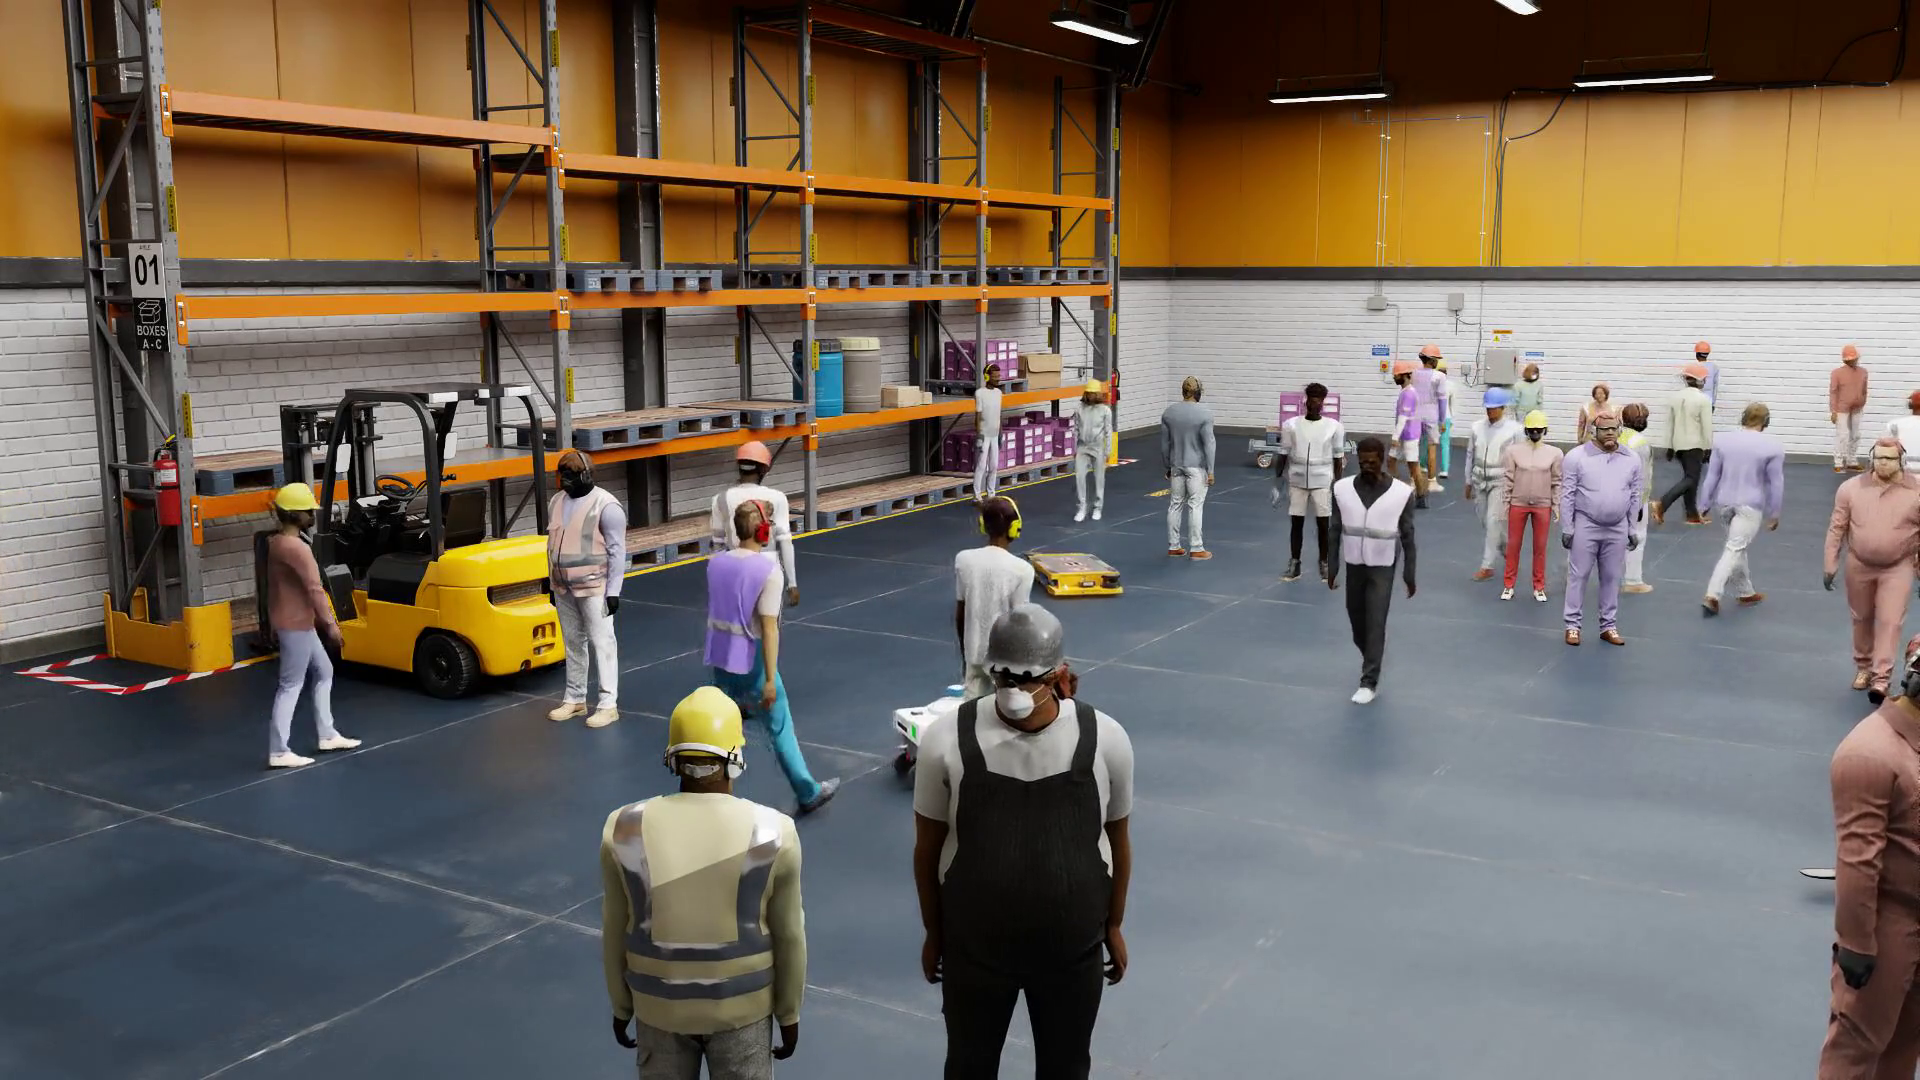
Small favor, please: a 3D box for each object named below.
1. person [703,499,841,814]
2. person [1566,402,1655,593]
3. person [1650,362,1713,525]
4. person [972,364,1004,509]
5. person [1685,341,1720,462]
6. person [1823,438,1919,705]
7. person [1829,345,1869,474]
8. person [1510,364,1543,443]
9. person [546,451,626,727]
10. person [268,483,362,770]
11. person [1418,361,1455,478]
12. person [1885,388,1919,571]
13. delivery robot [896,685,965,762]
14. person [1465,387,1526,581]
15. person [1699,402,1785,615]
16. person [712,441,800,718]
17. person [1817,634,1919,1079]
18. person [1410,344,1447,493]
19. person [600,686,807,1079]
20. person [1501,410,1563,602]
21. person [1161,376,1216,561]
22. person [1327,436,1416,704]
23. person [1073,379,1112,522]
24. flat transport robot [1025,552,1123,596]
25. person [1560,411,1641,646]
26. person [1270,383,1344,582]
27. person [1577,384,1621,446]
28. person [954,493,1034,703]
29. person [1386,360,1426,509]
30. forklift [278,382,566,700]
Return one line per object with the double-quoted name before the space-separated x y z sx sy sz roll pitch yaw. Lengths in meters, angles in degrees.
"person" -1.077 0.672 9.027 0.586 1.798 0.959 7 12 39
"person" 6.158 -0.385 15.611 0.761 1.823 0.633 -3 9 -16
"person" 8.601 -1.126 19.747 0.835 1.967 0.617 -2 9 -14
"person" 0.374 -1.326 21.331 0.318 1.860 0.511 8 12 42
"person" 11.778 -2.195 26.495 0.545 1.939 0.354 -1 9 -7
"person" 6.451 0.213 11.720 0.674 1.855 0.988 7 12 38
"person" 13.331 -1.950 24.937 0.715 1.946 0.510 -2 9 -10
"person" 8.929 -1.999 26.321 0.536 1.606 0.671 -1 9 -9
"person" -2.516 0.323 11.079 0.634 1.841 0.429 6 11 31
"person" -3.945 0.519 10.164 0.717 1.742 0.538 -6 11 -33
"person" 7.073 -1.798 24.677 0.545 1.714 0.924 -1 9 -5
"person" 9.552 -0.591 16.721 0.646 1.870 0.585 -8 12 -42
"delivery robot" -0.015 1.108 9.894 0.707 0.478 0.477 -3 10 -20
"person" 5.345 -0.574 16.475 0.854 1.920 0.641 -8 12 -39
"person" 6.906 -0.283 14.772 1.020 1.887 0.670 -6 11 -33
"person" -1.412 0.261 11.433 0.617 1.865 1.005 0 9 3
"person" 3.031 1.220 5.299 0.642 1.902 0.399 -6 11 -31
"person" 6.435 -1.674 22.934 0.395 2.039 0.608 -9 13 -44
"person" -0.740 1.331 4.857 0.591 1.825 0.403 0 9 -1
"person" 5.244 -0.311 15.269 0.524 1.770 0.315 3 9 16
"person" 2.403 -0.751 17.482 0.635 1.937 0.352 8 12 40
"person" 2.962 0.176 11.934 0.628 1.882 0.886 5 10 29
"person" 1.590 -1.080 20.189 0.504 1.723 0.686 3 10 20
"flat transport robot" 1.070 0.312 16.036 0.652 0.197 1.431 -2 9 -9
"person" 5.189 -0.093 13.473 0.643 1.909 0.410 0 9 0
"person" 3.401 -0.560 16.252 0.723 1.955 0.466 4 10 22
"person" 8.114 -1.175 21.158 0.541 1.591 0.831 5 10 26
"person" 0.148 0.669 8.982 0.509 1.827 0.912 5 10 26
"person" 5.589 -1.338 21.256 0.870 1.896 0.557 1 9 7
"forklift" -3.974 -0.067 12.417 2.313 2.155 1.214 5 11 30
